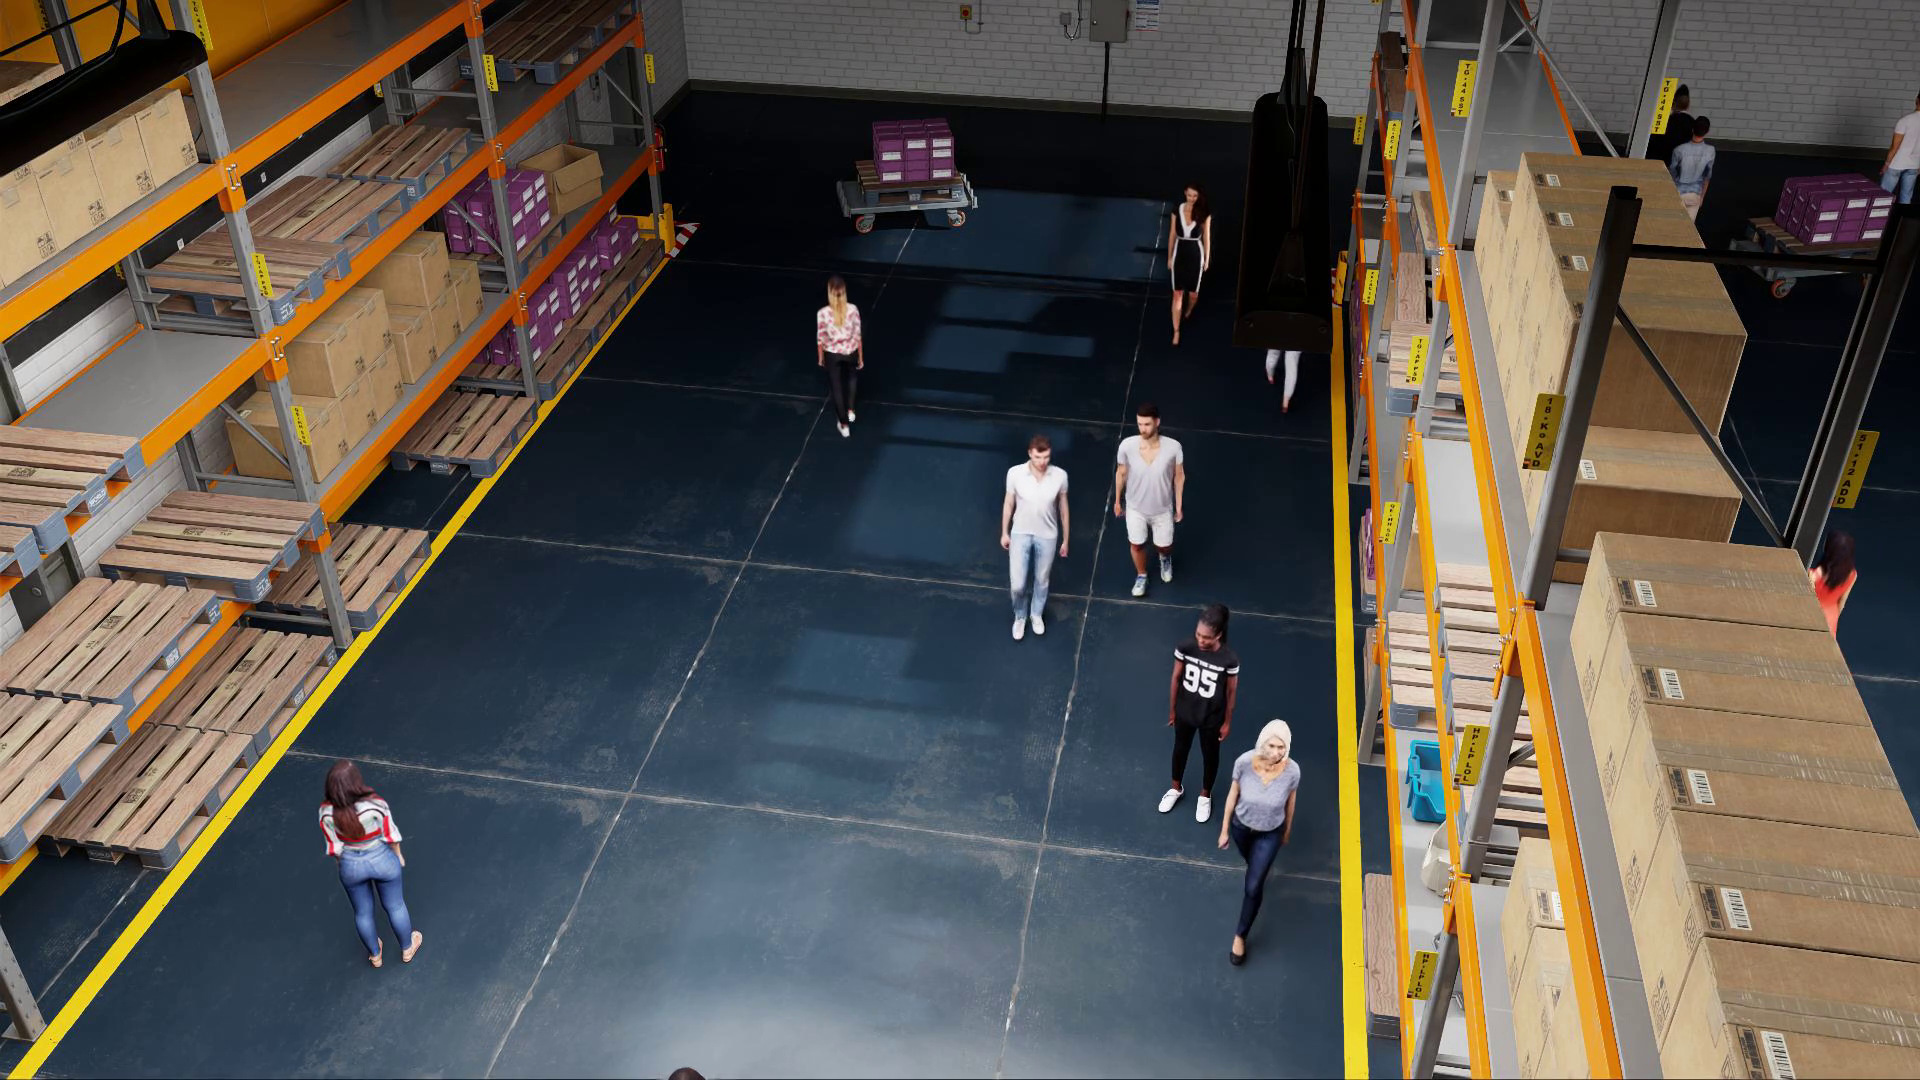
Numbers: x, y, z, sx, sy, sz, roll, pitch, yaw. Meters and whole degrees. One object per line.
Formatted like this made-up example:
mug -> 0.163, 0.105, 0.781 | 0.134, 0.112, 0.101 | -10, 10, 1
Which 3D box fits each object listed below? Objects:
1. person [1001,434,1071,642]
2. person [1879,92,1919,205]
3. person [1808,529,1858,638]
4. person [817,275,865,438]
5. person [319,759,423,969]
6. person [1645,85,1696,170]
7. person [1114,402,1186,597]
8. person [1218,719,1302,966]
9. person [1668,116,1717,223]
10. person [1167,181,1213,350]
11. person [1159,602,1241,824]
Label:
person -> 0.582, -0.080, 13.201 | 0.755, 1.836, 0.730 | -1, 34, -2
person -> 11.249, -4.490, 19.809 | 0.715, 1.867, 0.631 | -1, 34, -1
person -> 6.263, 0.718, 12.143 | 0.792, 1.680, 1.196 | -2, 34, -3
person -> -1.114, -1.720, 15.868 | 0.724, 1.616, 0.818 | -8, 35, -12
person -> -3.660, 1.996, 10.280 | 0.656, 1.614, 0.632 | -7, 34, -10
person -> 8.297, -4.331, 19.500 | 0.908, 1.944, 0.722 | 17, 37, 23
person -> 1.561, -0.335, 13.596 | 0.711, 1.824, 0.767 | 1, 34, 2
person -> 1.891, 1.771, 10.559 | 0.723, 1.679, 1.161 | 11, 35, 16
person -> 8.265, -3.931, 18.985 | 0.643, 1.848, 0.548 | 7, 34, 10
person -> 2.420, -2.955, 17.576 | 0.624, 1.783, 0.936 | 8, 34, 11
person -> 1.653, 1.173, 11.400 | 0.662, 1.744, 0.642 | 15, 36, 21
